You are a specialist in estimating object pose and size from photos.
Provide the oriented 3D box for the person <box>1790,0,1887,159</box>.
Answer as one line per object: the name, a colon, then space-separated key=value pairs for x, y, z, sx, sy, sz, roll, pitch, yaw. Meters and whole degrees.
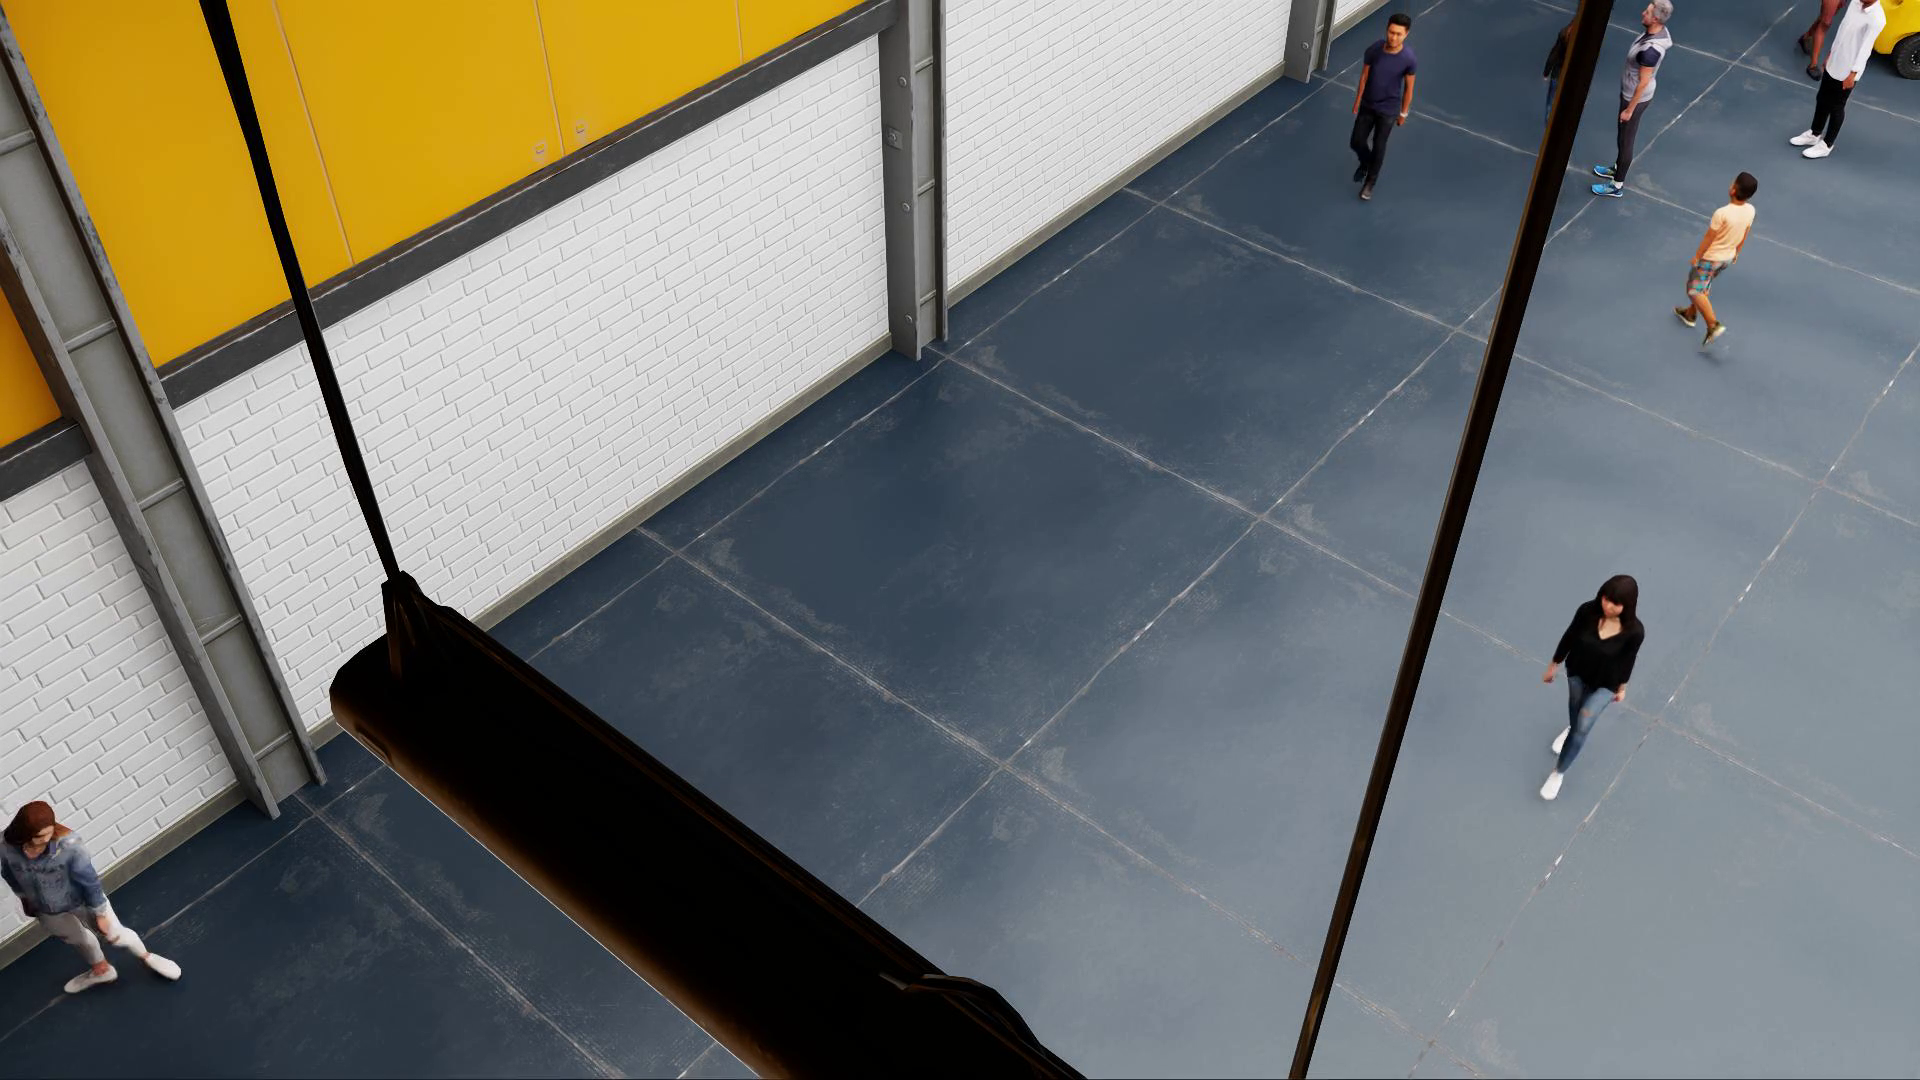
person: x=8.143 y=-4.389 z=15.273 sx=0.759 sy=1.806 sz=0.701 roll=-4 pitch=44 yaw=-4

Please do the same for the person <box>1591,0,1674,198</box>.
person: x=6.015 y=-3.943 z=14.790 sx=0.822 sy=1.826 sz=0.633 roll=14 pitch=45 yaw=15

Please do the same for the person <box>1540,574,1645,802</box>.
person: x=3.846 y=0.758 z=10.007 sx=0.614 sy=1.617 sz=0.935 roll=33 pitch=52 yaw=29

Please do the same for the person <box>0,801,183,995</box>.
person: x=-4.754 y=1.882 z=8.788 sx=0.838 sy=1.671 sz=0.837 roll=12 pitch=45 yaw=13

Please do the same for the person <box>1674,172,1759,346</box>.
person: x=6.064 y=-2.224 z=13.262 sx=0.877 sy=1.446 sz=0.838 roll=-14 pitch=45 yaw=-14

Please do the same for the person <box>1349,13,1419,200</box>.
person: x=3.762 y=-3.890 z=14.769 sx=0.722 sy=1.779 sz=0.738 roll=21 pitch=48 yaw=21
